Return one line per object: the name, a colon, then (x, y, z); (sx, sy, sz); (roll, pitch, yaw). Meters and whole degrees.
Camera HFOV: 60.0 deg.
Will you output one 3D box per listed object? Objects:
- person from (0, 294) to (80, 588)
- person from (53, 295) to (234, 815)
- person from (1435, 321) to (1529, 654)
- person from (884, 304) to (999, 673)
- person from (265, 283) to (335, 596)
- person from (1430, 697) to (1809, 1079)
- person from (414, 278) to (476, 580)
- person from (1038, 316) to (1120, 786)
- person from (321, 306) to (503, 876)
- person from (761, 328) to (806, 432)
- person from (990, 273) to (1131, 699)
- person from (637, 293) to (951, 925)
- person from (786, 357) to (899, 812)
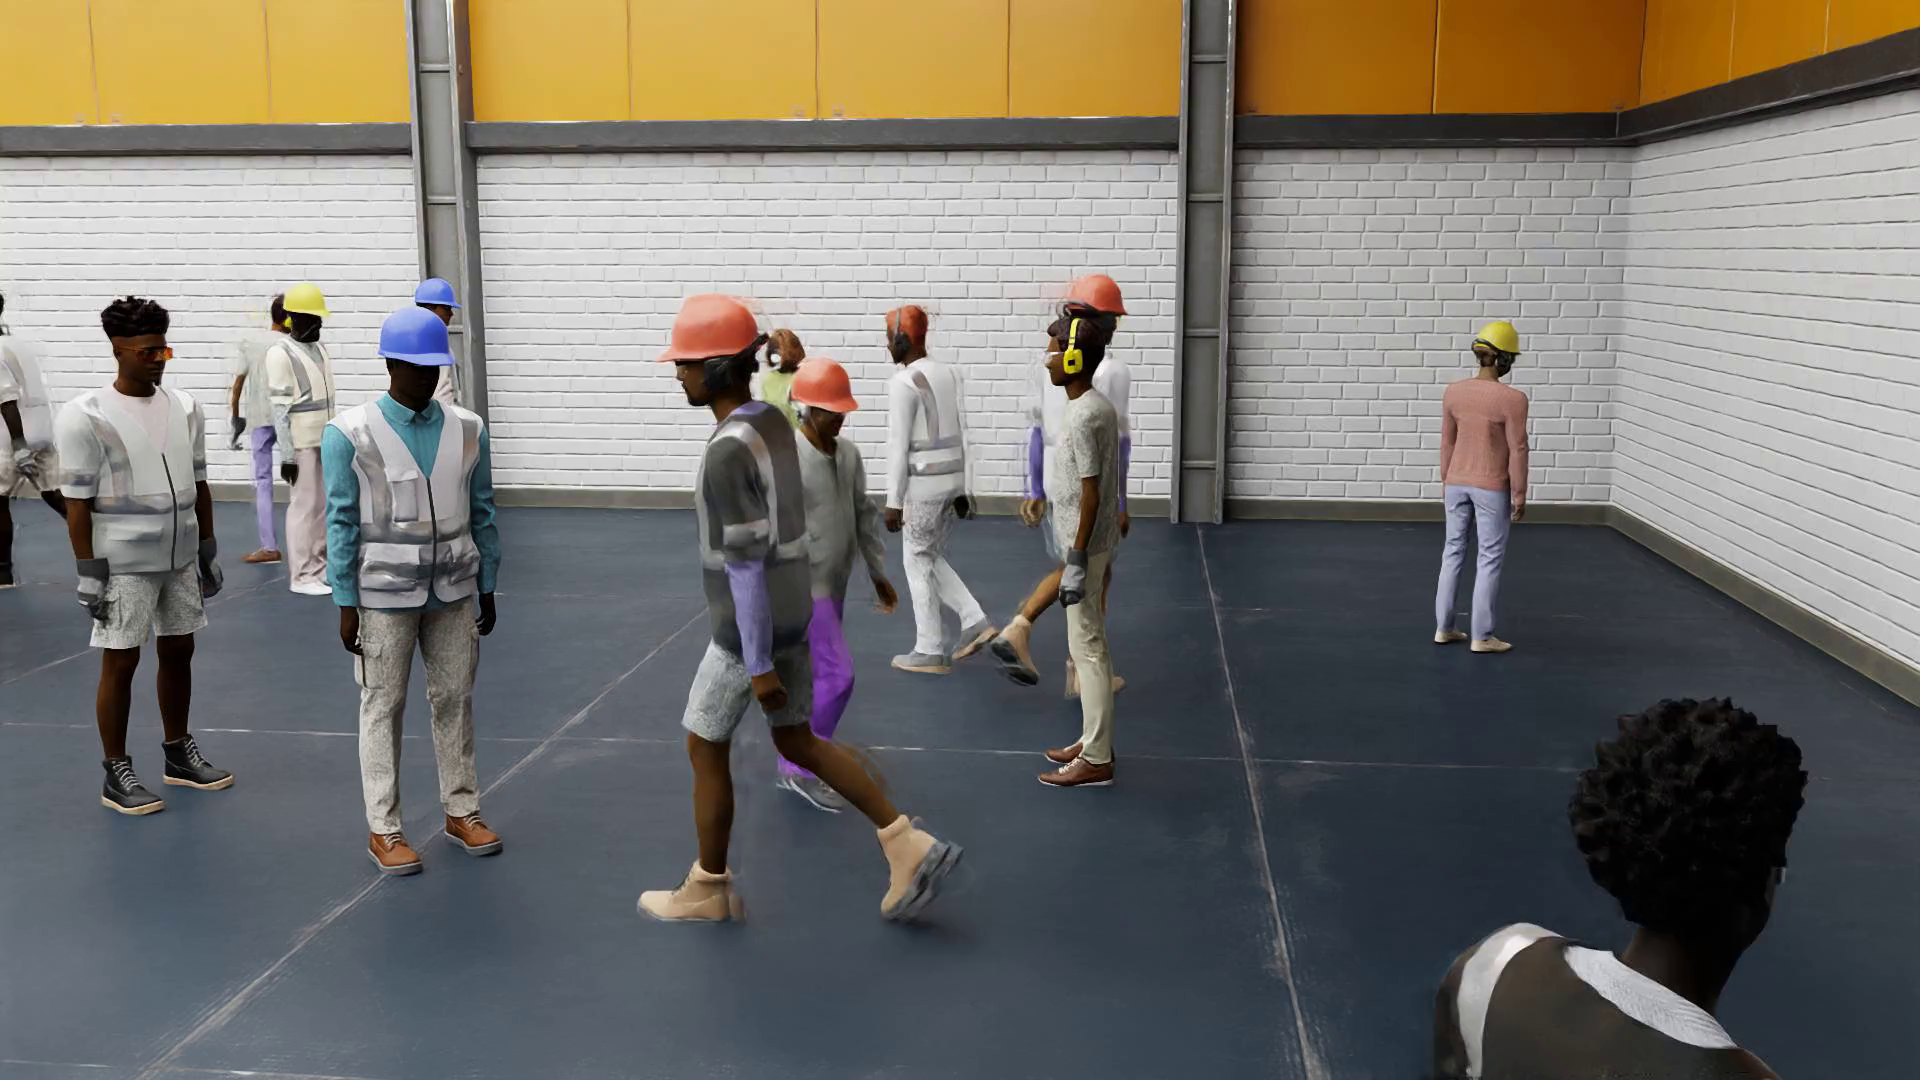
person: (-5.849, -0.639, 10.502); (0.857, 1.912, 0.624); (-1, 10, -6)
person: (-3.095, 0.056, 6.332); (0.380, 1.957, 0.607); (5, 11, 26)
person: (2.774, -0.274, 8.805); (0.336, 1.757, 0.532); (-7, 12, -37)
person: (-0.144, -0.244, 8.334); (0.485, 1.865, 0.580); (4, 11, 24)
person: (-4.023, -0.623, 10.323); (0.378, 1.923, 0.618); (1, 10, 7)
person: (0.734, 0.989, 1.736); (0.631, 1.676, 0.563); (-2, 10, -13)
person: (-3.378, -0.700, 10.704); (0.402, 1.942, 0.604); (-7, 12, -35)
person: (0.478, 0.050, 6.615); (0.315, 1.869, 0.526); (2, 10, 10)
person: (-1.862, 0.173, 5.725); (0.605, 1.939, 0.415); (-9, 13, -41)
person: (-1.105, -0.557, 10.792); (0.494, 1.624, 0.281); (7, 12, 36)
person: (0.520, -0.235, 7.829); (0.642, 2.025, 0.606); (-6, 12, -32)
person: (-0.542, 0.253, 5.092); (0.930, 2.009, 0.610); (2, 10, 13)
person: (-0.508, 0.169, 6.343); (0.515, 1.727, 0.579); (4, 11, 23)
